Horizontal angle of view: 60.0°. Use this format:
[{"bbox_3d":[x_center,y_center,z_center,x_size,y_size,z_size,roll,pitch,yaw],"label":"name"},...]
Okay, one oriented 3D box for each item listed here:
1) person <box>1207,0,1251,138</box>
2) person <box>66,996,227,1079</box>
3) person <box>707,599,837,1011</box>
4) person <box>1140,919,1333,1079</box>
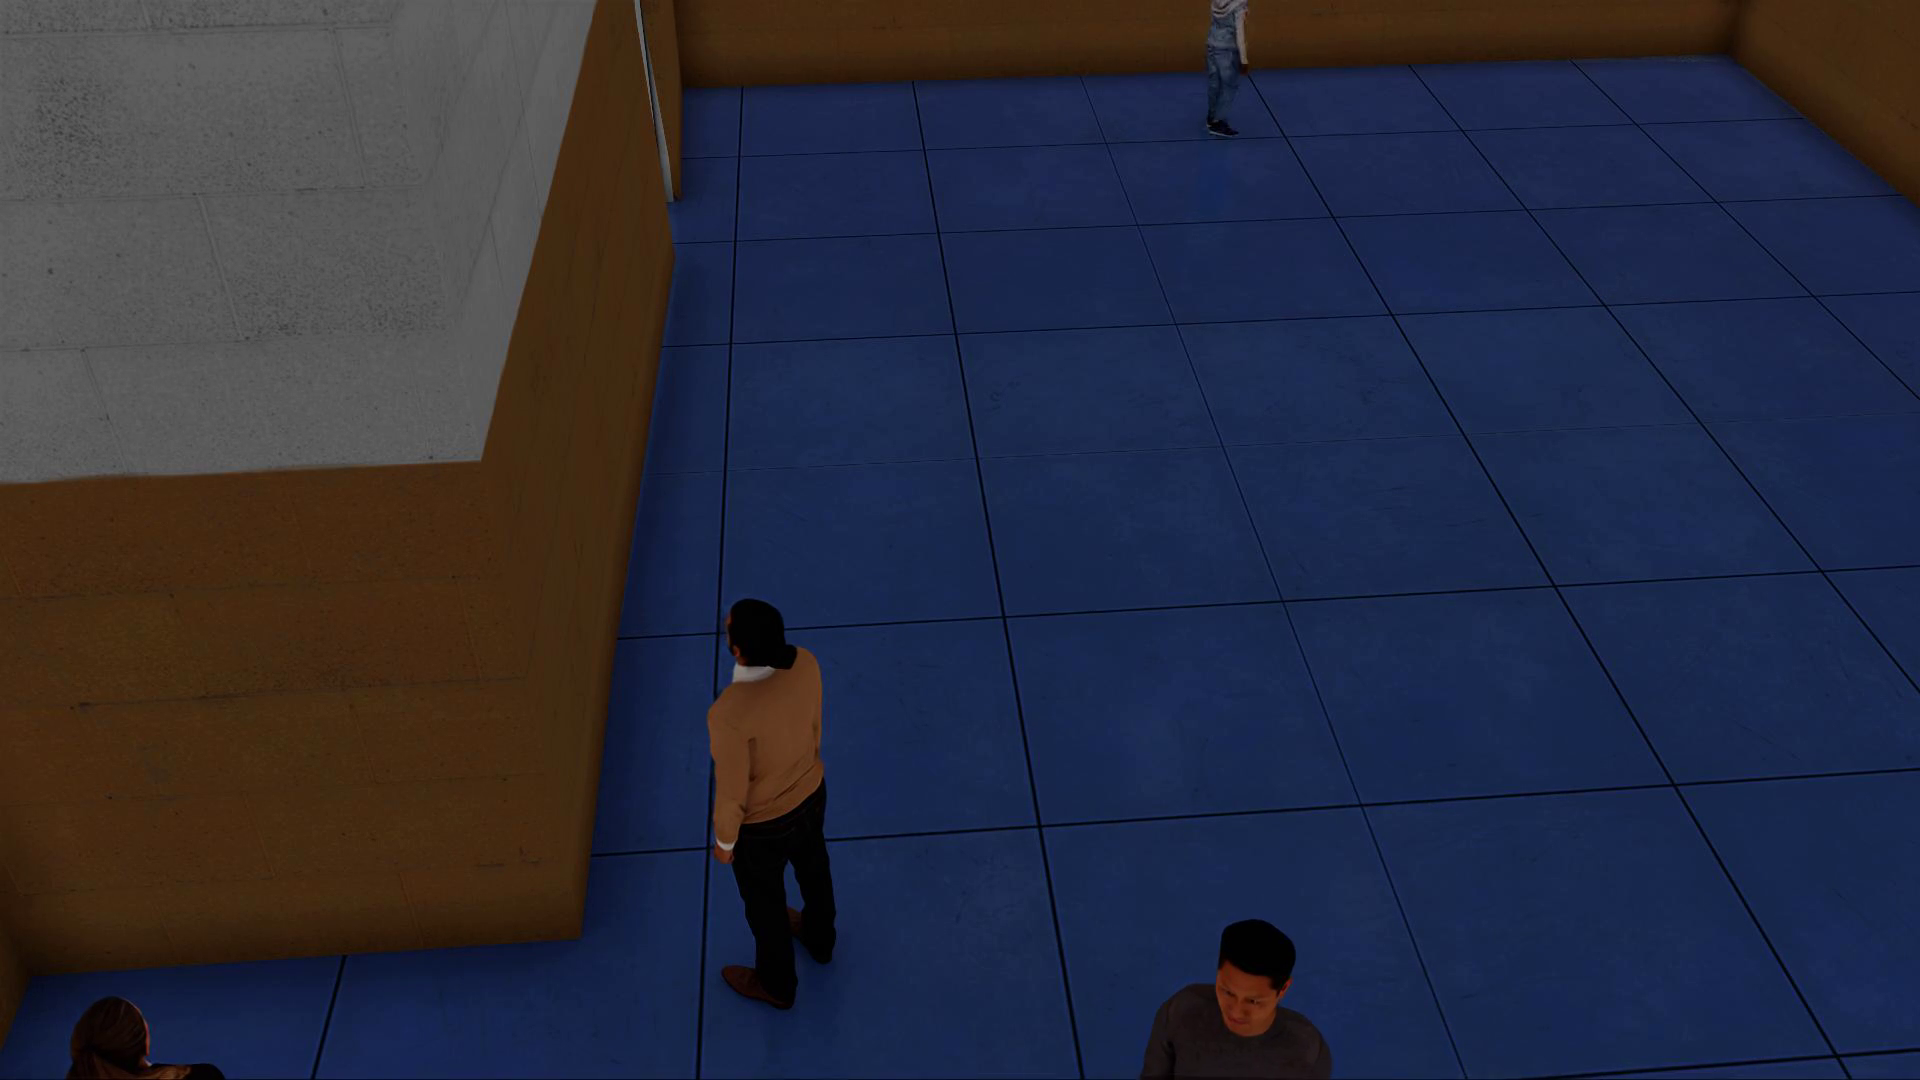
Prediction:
[{"bbox_3d":[1.899,-3.568,11.998,0.633,1.240,0.661,-30,46,-33],"label":"person"},{"bbox_3d":[-2.023,1.791,4.436,0.547,1.729,0.662,-10,38,-13],"label":"person"},{"bbox_3d":[-0.631,0.894,5.619,0.797,1.754,0.755,23,42,27],"label":"person"},{"bbox_3d":[0.729,1.670,4.579,0.628,1.768,0.771,28,45,32],"label":"person"}]
